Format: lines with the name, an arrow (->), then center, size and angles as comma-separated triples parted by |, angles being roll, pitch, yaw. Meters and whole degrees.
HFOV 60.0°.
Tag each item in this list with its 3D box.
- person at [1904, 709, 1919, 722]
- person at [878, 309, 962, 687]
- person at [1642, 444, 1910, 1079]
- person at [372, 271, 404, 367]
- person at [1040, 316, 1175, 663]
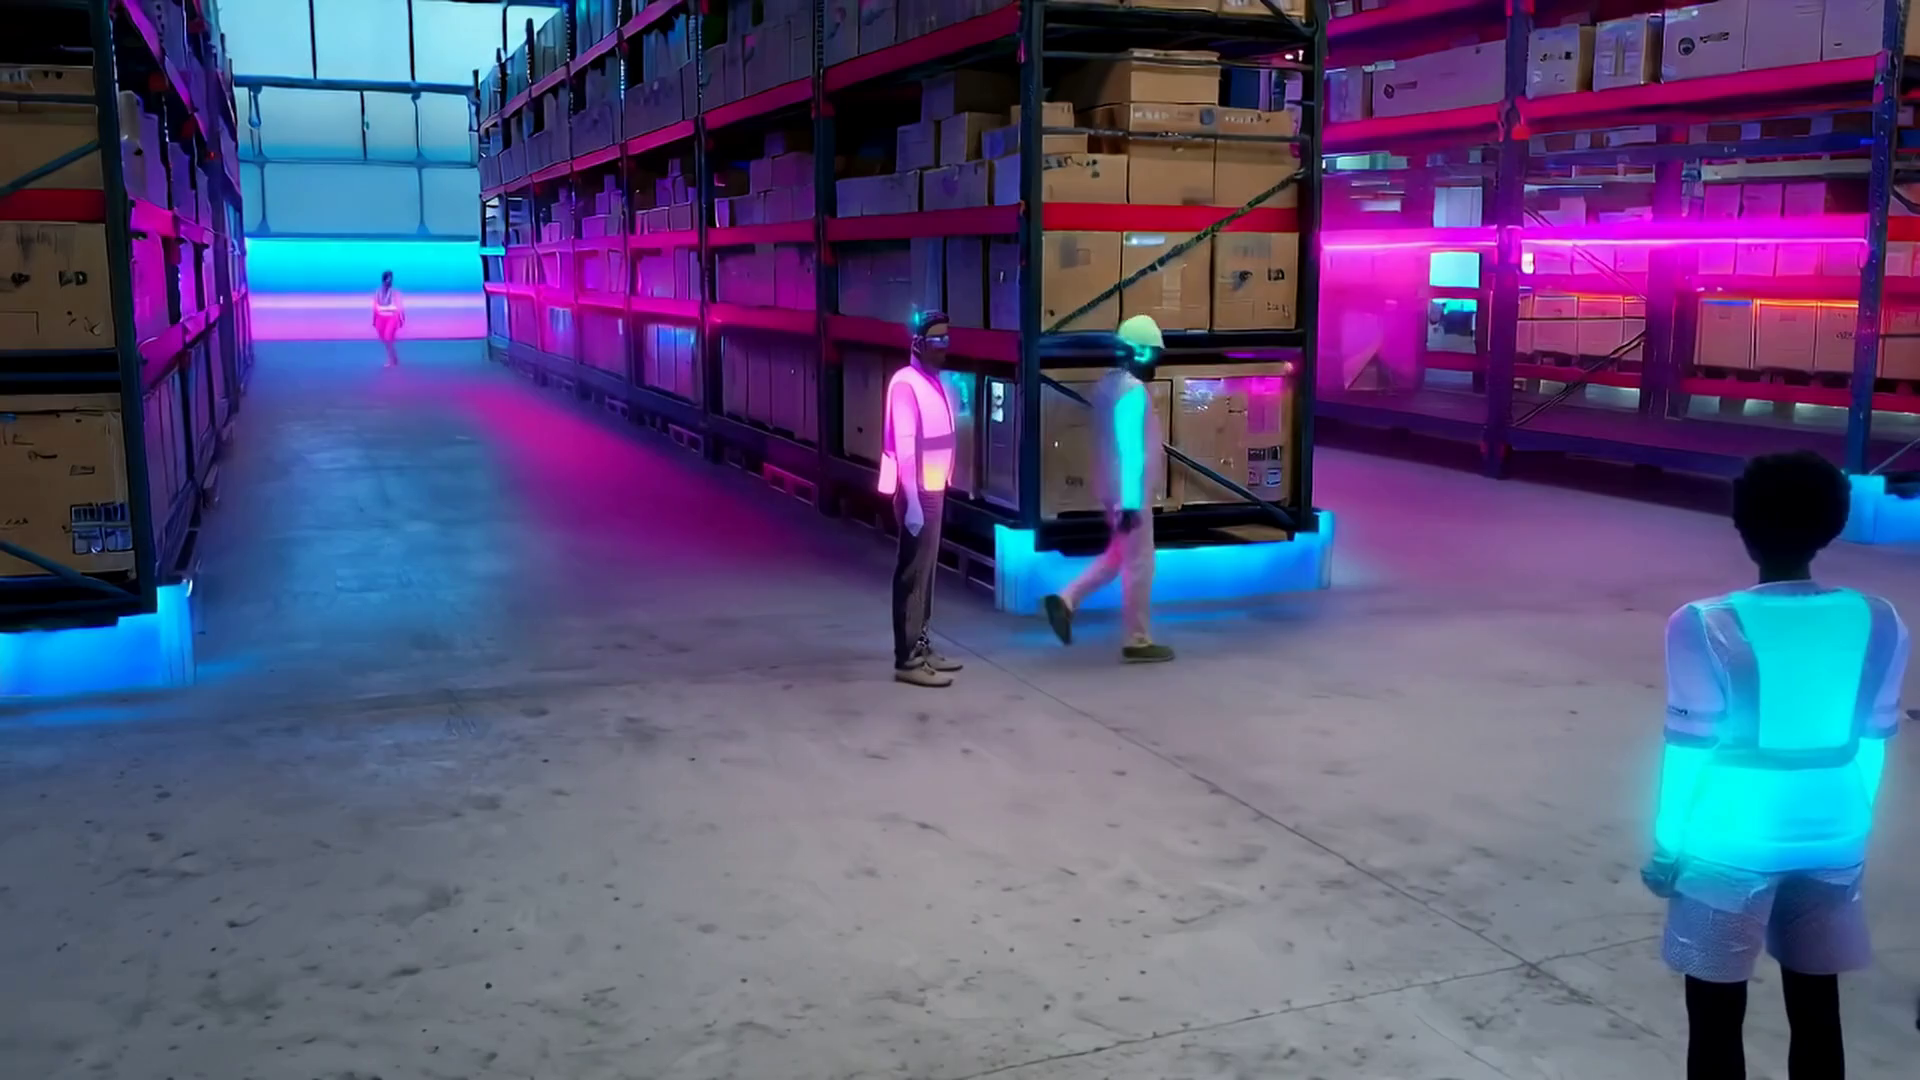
person -> 4.557, -0.096, 7.390 | 0.641, 1.900, 0.401 | -5, 11, -28
person -> -0.199, -0.215, 8.242 | 0.390, 1.846, 0.565 | 2, 10, 11
person -> 1.711, 0.645, 3.542 | 0.533, 1.697, 0.318 | -1, 10, -8
person -> -11.371, -4.400, 33.130 | 0.624, 1.906, 0.614 | 1, 10, 7
person -> 0.782, -0.260, 8.652 | 0.629, 1.798, 0.626 | -2, 10, -9
